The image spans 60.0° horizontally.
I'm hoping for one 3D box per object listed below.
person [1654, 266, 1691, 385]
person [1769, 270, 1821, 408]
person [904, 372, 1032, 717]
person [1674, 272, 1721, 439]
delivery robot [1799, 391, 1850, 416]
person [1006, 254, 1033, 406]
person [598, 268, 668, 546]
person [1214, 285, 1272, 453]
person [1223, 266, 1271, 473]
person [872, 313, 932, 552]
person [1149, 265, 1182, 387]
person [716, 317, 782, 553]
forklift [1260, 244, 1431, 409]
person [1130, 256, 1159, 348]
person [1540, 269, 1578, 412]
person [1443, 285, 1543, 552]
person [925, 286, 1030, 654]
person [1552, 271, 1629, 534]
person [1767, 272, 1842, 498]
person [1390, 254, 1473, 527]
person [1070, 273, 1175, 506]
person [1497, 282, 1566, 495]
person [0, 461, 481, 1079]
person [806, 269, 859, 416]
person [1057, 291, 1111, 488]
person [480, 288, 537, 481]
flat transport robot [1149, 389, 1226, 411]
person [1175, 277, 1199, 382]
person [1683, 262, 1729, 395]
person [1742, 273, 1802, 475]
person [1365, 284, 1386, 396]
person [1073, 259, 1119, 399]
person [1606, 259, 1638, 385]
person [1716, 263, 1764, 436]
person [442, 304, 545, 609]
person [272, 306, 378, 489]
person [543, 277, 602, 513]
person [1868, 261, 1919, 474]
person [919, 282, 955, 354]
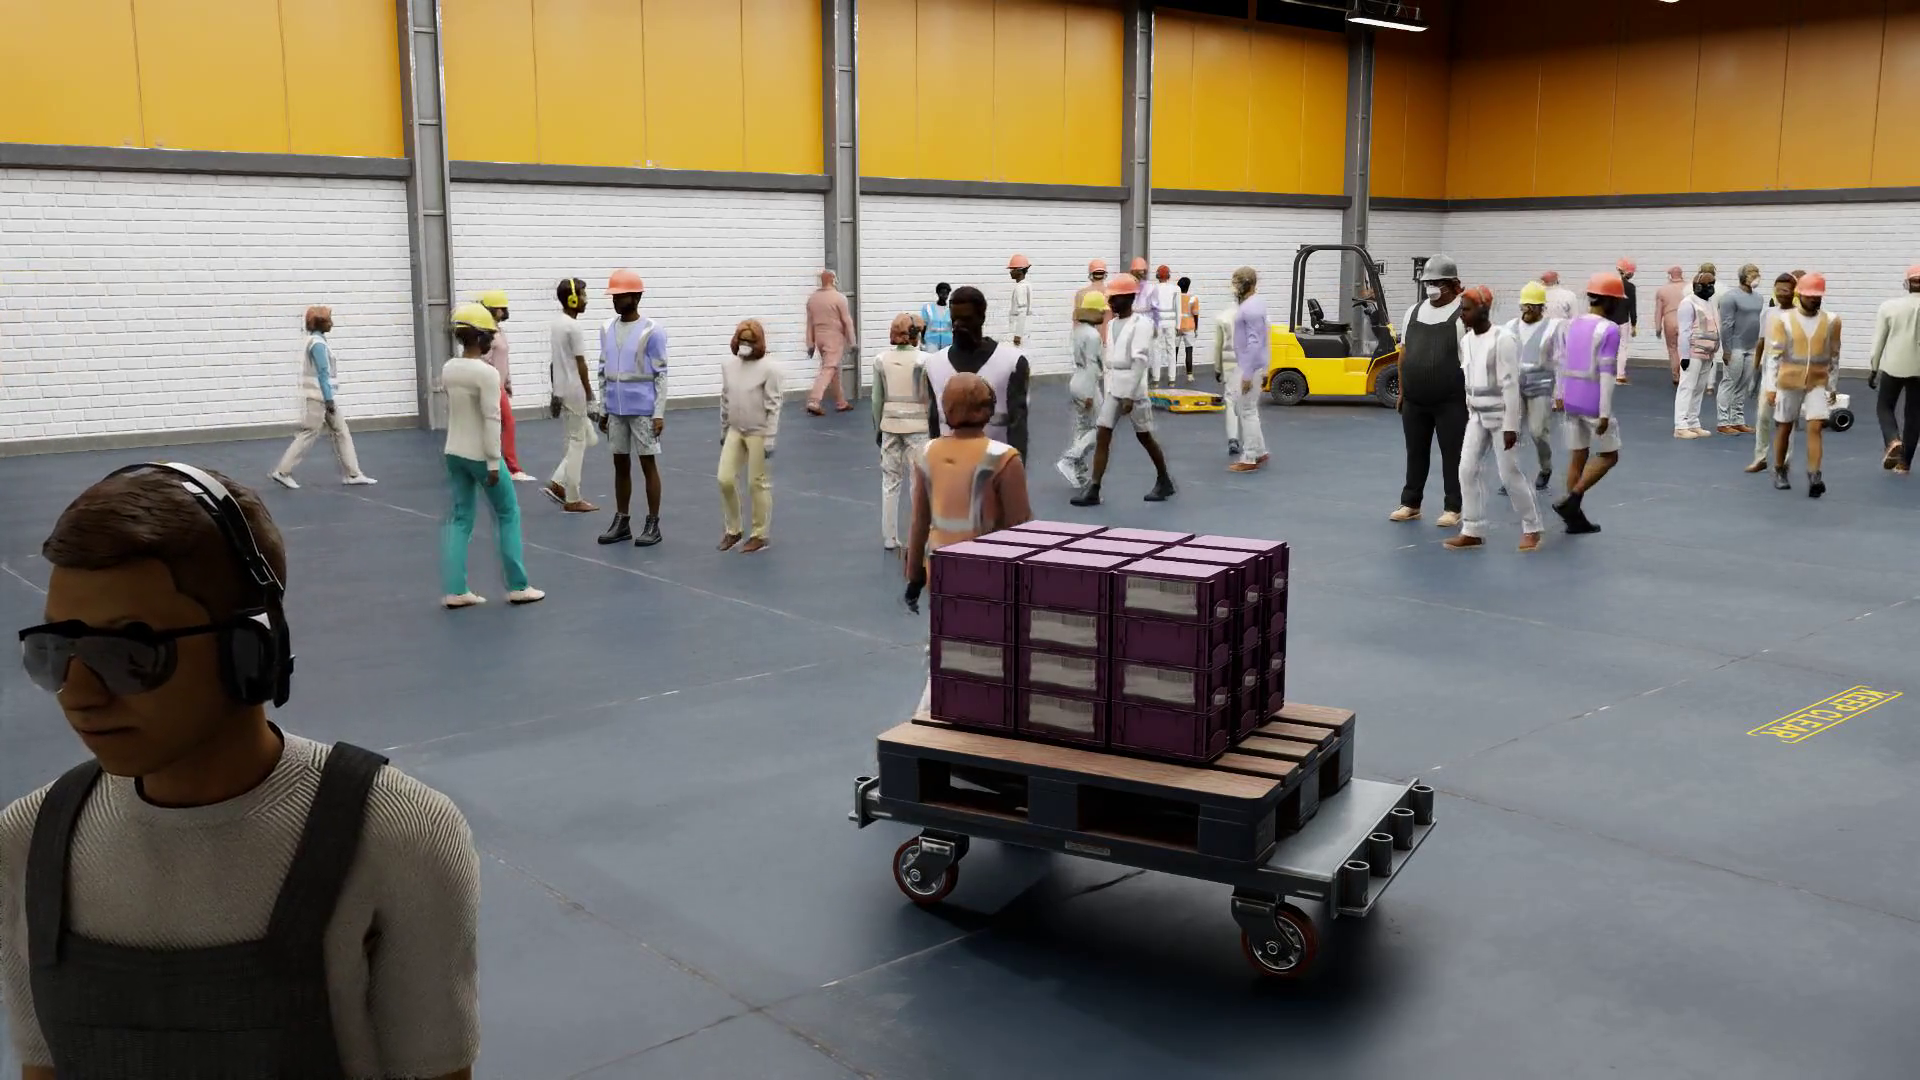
[{"bbox_3d":[11.280,-3.361,26.120,0.722,1.869,0.533,3,10,18],"label":"person"},{"bbox_3d":[11.088,-2.667,22.139,0.636,1.840,0.429,6,11,31],"label":"person"},{"bbox_3d":[0.010,0.152,6.371,0.521,1.584,0.895,9,13,43],"label":"person"},{"bbox_3d":[8.234,-2.054,18.551,0.633,1.841,0.429,-8,13,-39],"label":"person"},{"bbox_3d":[9.933,-1.597,19.359,0.707,0.478,0.477,0,10,2],"label":"delivery robot"},{"bbox_3d":[0.797,-2.836,22.533,0.373,2.043,0.615,1,10,7],"label":"person"},{"bbox_3d":[-2.304,-0.920,11.625,0.542,1.939,0.365,4,11,23],"label":"person"},{"bbox_3d":[2.914,-1.793,17.189,0.598,1.793,0.928,2,10,12],"label":"person"},{"bbox_3d":[2.702,-1.577,15.534,0.457,1.930,0.655,1,10,5],"label":"person"},{"bbox_3d":[-0.364,-0.729,11.390,0.513,1.637,0.313,5,11,25],"label":"person"},{"bbox_3d":[3.143,-3.305,25.751,0.573,1.883,0.353,-1,10,-7],"label":"person"},{"bbox_3d":[-1.460,-0.694,11.241,0.549,1.607,0.476,5,11,29],"label":"person"},{"bbox_3d":[5.256,-2.933,22.661,2.313,2.155,1.214,3,10,16],"label":"forklift"},{"bbox_3d":[2.677,-3.231,24.931,0.612,2.023,0.800,2,10,9],"label":"person"},{"bbox_3d":[7.605,-2.556,21.432,0.849,1.862,0.654,-9,13,-42],"label":"person"},{"bbox_3d":[3.730,-0.827,11.435,0.713,1.835,0.585,-4,10,-20],"label":"person"},{"bbox_3d":[0.108,-0.396,8.753,0.605,1.881,0.959,4,10,20],"label":"person"},{"bbox_3d":[4.529,-0.973,12.005,0.478,1.917,0.550,-4,11,-24],"label":"person"},{"bbox_3d":[7.146,-1.314,14.104,0.583,1.875,0.994,3,10,17],"label":"person"},{"bbox_3d":[3.565,-1.121,12.505,0.689,2.000,0.537,9,13,43],"label":"person"},{"bbox_3d":[1.365,-1.226,13.564,0.985,1.896,0.544,-7,12,-36],"label":"person"},{"bbox_3d":[4.872,-1.290,14.180,0.612,1.809,0.675,9,13,42],"label":"person"},{"bbox_3d":[-0.708,0.833,1.676,0.509,1.842,0.349,1,10,8],"label":"person"},{"bbox_3d":[-1.668,-2.524,21.279,0.643,1.862,1.002,9,13,42],"label":"person"},{"bbox_3d":[1.089,-1.290,14.415,0.414,1.726,0.491,-3,10,-17],"label":"person"},{"bbox_3d":[-4.241,-1.379,14.892,0.773,1.739,0.532,-1,10,-4],"label":"person"},{"bbox_3d":[2.891,-1.856,21.979,0.652,0.197,1.431,-3,10,-19],"label":"flat transport robot"},{"bbox_3d":[3.602,-3.396,26.856,0.533,1.691,0.320,4,10,22],"label":"person"},{"bbox_3d":[10.869,-3.089,24.321,0.635,1.937,0.353,2,10,14],"label":"person"},{"bbox_3d":[7.575,-1.522,15.368,0.317,1.863,0.537,-8,13,-39],"label":"person"},{"bbox_3d":[5.956,-2.874,23.964,0.435,1.621,0.515,0,10,-1],"label":"person"},{"bbox_3d":[1.723,-2.524,20.881,0.619,1.987,0.399,0,10,0],"label":"person"},{"bbox_3d":[10.331,-3.408,26.155,0.433,1.957,0.665,-7,12,-34],"label":"person"},{"bbox_3d":[8.848,-2.151,18.831,0.630,1.940,0.373,-6,11,-30],"label":"person"},{"bbox_3d":[-2.771,-0.478,9.602,0.545,1.743,0.580,7,12,36],"label":"person"},{"bbox_3d":[-5.607,-1.242,14.501,0.848,1.599,0.529,-3,10,-19],"label":"person"},{"bbox_3d":[-2.997,-1.122,13.052,0.395,1.855,0.519,-5,11,-27],"label":"person"},{"bbox_3d":[8.731,-1.568,15.302,0.642,1.976,0.563,4,10,21],"label":"person"},{"bbox_3d":[-0.266,-2.659,22.557,0.548,1.670,0.511,-1,10,-7],"label":"person"}]
